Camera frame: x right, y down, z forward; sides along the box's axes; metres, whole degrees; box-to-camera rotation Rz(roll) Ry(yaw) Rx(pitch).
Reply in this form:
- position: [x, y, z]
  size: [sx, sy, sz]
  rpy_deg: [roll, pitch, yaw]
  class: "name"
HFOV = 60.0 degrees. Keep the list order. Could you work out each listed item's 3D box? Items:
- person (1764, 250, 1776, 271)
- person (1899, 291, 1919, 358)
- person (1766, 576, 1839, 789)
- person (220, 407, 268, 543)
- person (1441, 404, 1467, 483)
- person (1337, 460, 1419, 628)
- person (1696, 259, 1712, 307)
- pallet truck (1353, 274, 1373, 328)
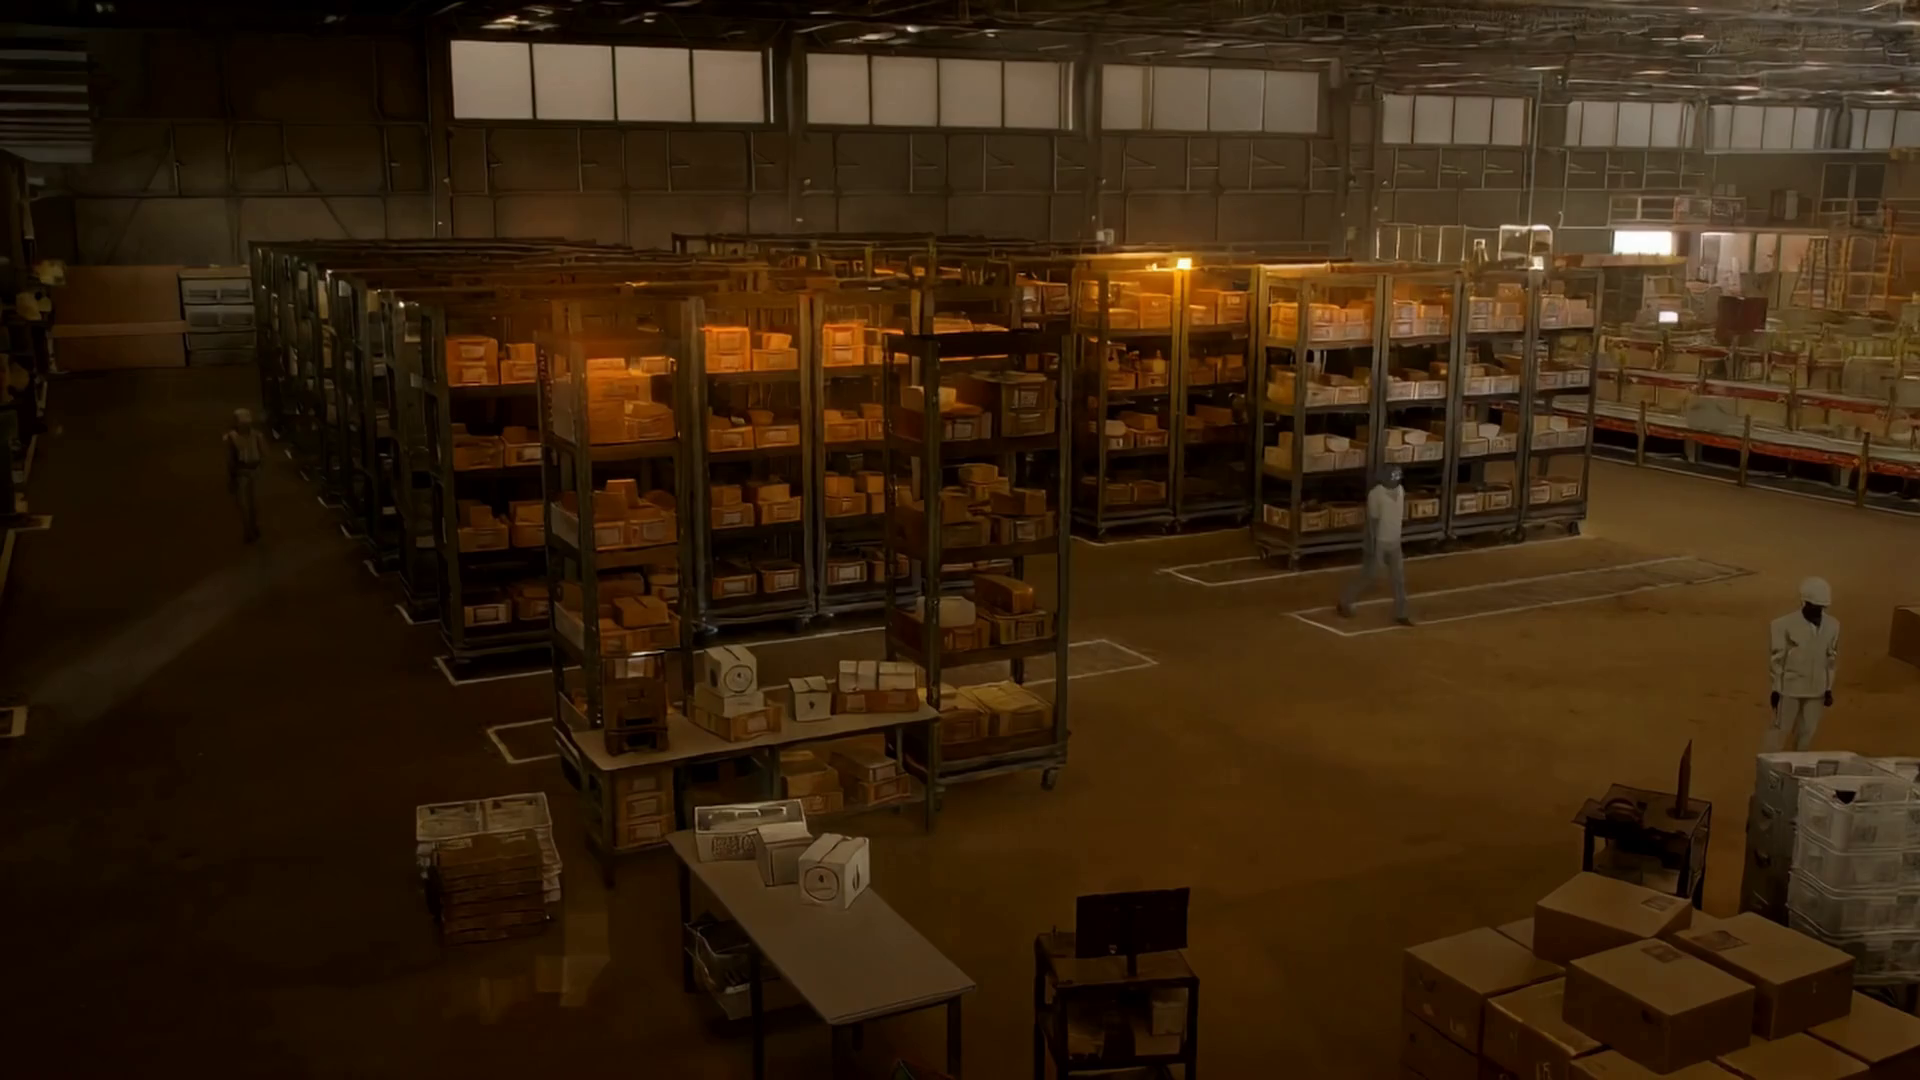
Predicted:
- position: [35.162, -11.668, 72.406]
  size: [0.575, 1.898, 0.792]
  rpy_deg: [5, 13, 22]
  class: "person"
- position: [25.599, -5.754, 44.807]
  size: [0.535, 1.868, 0.309]
  rpy_deg: [8, 15, 34]
  class: "person"
- position: [6.524, 1.131, 12.878]
  size: [0.560, 1.750, 0.328]
  rpy_deg: [-2, 12, -10]
  class: "person"
- position: [-9.453, -0.854, 22.026]
  size: [0.597, 1.818, 0.423]
  rpy_deg: [-9, 15, -36]
  class: "person"
- position: [7.462, -1.603, 25.334]
  size: [0.678, 1.890, 0.471]
  rpy_deg: [-7, 14, -30]
  class: "person"
- position: [4.539, 0.012, 17.990]
  size: [0.581, 1.810, 0.929]
  rpy_deg: [-11, 16, -41]
  class: "person"
- position: [28.901, -9.996, 64.645]
  size: [0.620, 1.867, 0.416]
  rpy_deg: [8, 14, 32]
  class: "person"
- position: [13.011, -8.050, 55.243]
  size: [0.823, 1.965, 1.885]
  rpy_deg: [-7, 14, -28]
  class: "pallet truck"
